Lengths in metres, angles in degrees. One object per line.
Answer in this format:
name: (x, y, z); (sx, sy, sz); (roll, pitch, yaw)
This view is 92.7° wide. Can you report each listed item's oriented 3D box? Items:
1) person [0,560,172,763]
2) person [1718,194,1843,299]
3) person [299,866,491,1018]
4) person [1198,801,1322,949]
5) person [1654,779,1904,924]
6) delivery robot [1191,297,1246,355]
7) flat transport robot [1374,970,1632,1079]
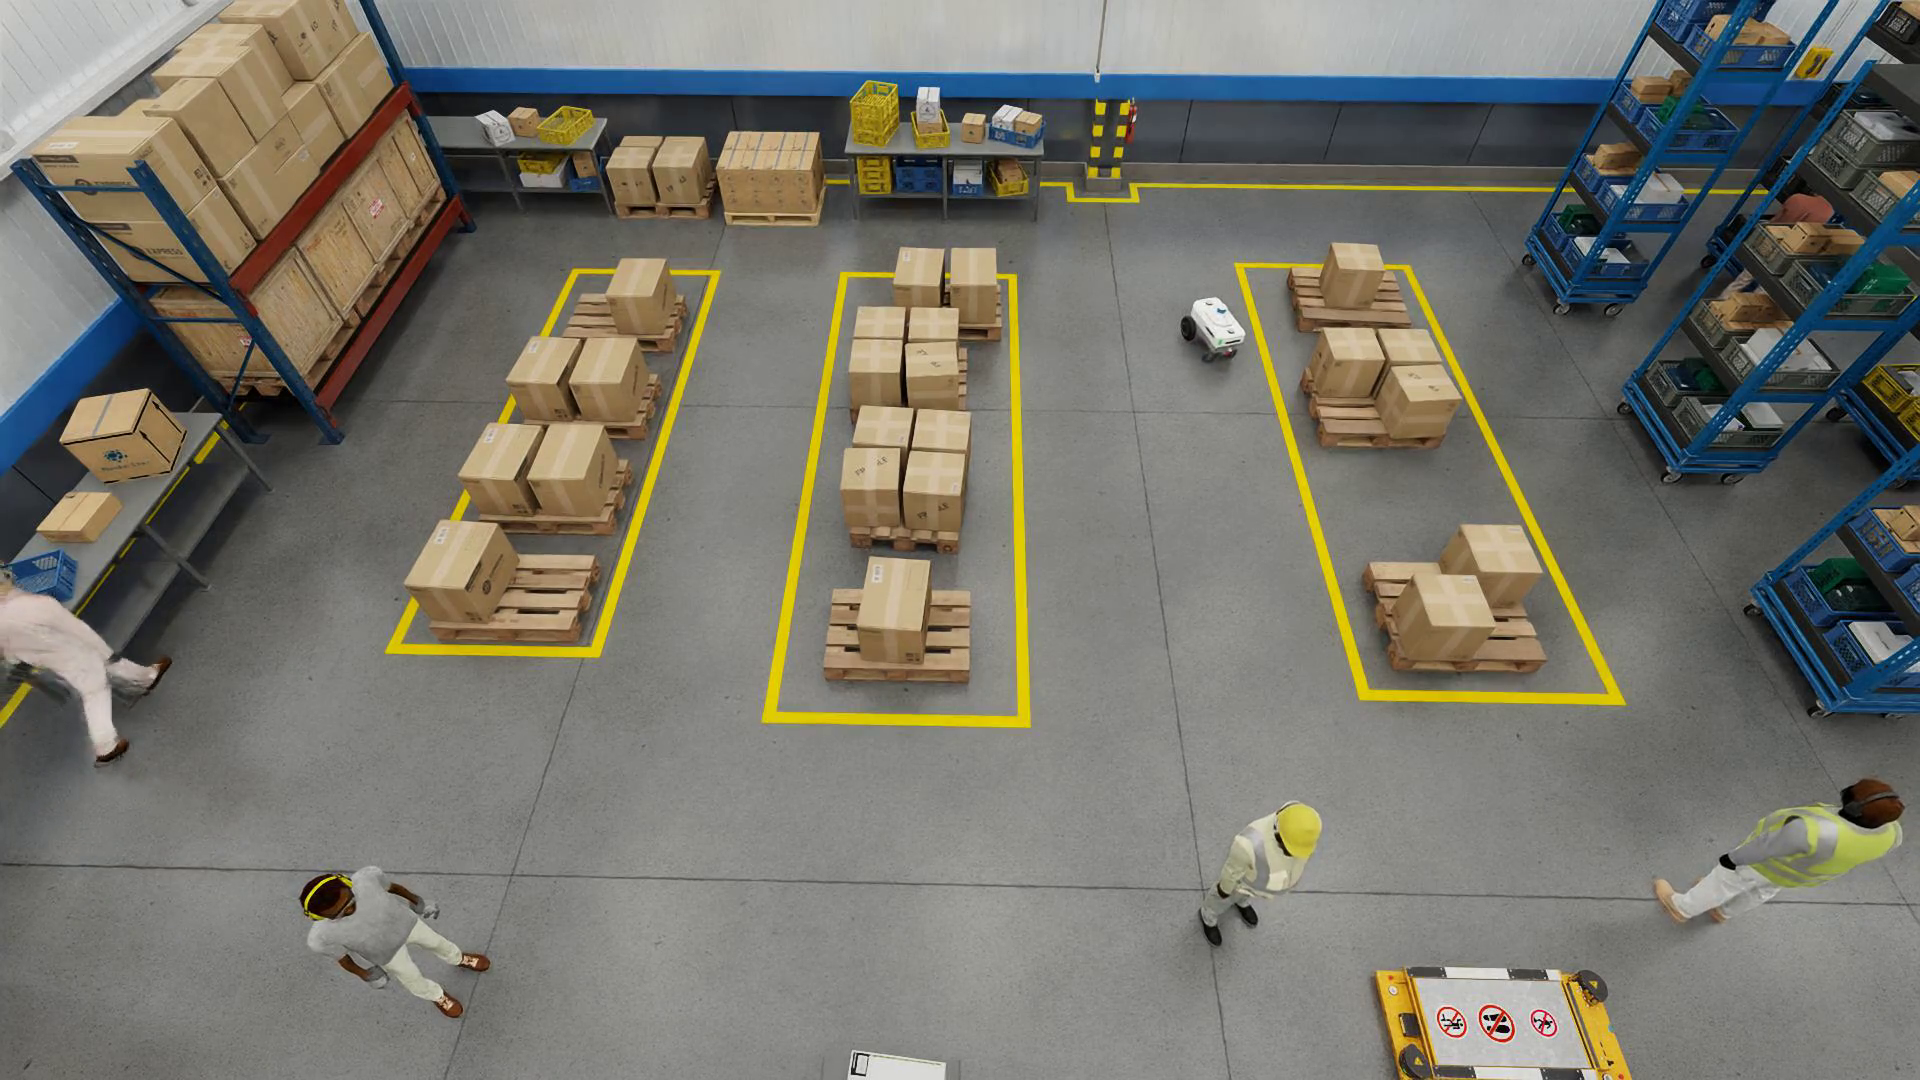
person: (-6.688, 0.856, 6.767); (0.716, 1.845, 0.981); (3, 51, 3)
person: (8.819, -3.031, 9.849); (0.409, 1.980, 0.622); (-18, 53, -14)
person: (-3.378, 2.391, 5.495); (0.309, 1.868, 0.535); (14, 52, 11)
person: (1.896, 2.084, 5.770); (0.591, 1.829, 0.404); (-18, 53, -14)
person: (5.204, 2.013, 5.827); (0.629, 1.836, 0.429); (0, 51, 0)
delivery robot: (2.863, -2.391, 10.177); (0.477, 0.478, 0.707); (-13, 52, -11)
flat transport robot: (3.501, 3.133, 5.914); (1.431, 0.197, 0.652); (1, 51, 1)
